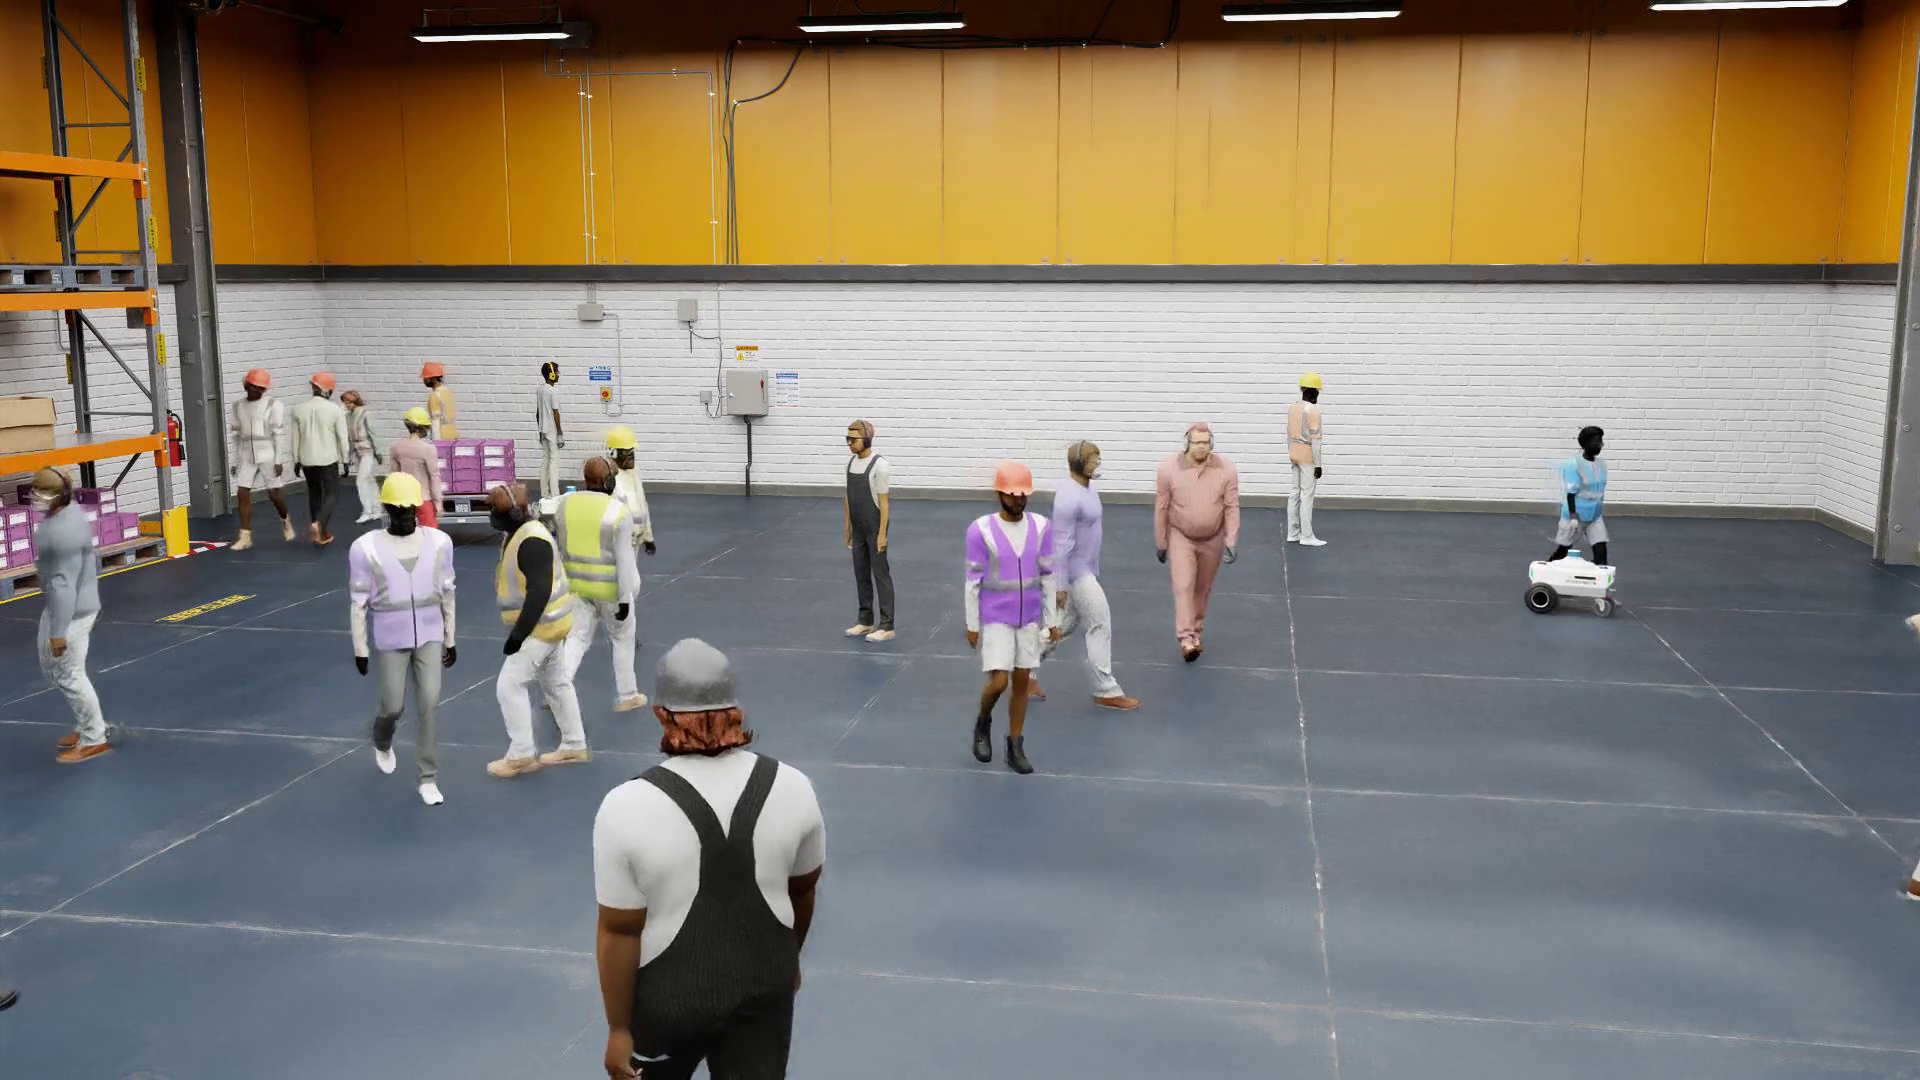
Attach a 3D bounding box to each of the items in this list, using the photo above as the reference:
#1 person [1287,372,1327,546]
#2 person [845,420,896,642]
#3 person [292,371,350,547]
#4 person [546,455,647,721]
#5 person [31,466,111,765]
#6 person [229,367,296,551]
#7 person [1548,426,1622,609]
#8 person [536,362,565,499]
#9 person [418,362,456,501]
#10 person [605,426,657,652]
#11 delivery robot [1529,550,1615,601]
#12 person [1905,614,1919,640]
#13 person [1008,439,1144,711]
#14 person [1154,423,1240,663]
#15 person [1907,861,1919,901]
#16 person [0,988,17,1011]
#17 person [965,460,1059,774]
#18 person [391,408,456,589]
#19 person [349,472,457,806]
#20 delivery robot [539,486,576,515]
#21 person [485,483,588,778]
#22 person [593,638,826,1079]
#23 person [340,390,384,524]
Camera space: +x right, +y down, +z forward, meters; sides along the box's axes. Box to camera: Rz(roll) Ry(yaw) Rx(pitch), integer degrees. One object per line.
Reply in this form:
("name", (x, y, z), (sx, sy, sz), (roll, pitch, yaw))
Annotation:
("person", (3.852, -0.899, 18.498), (0.366, 1.928, 0.585), (-3, 10, -20))
("person", (-0.769, -0.078, 13.707), (0.361, 1.836, 0.504), (-8, 12, -40))
("person", (-7.046, -0.875, 18.280), (0.641, 1.961, 0.777), (0, 9, -1))
("person", (-2.478, 0.335, 11.220), (0.624, 1.818, 0.879), (3, 10, 20))
("person", (-5.458, 0.463, 10.176), (0.364, 1.884, 0.720), (-6, 11, -32))
("person", (-7.730, -0.905, 18.297), (0.653, 2.003, 0.701), (1, 9, 5))
("person", (5.677, -0.236, 15.228), (0.533, 1.650, 0.885), (-4, 10, -26))
("person", (-5.328, -1.387, 21.699), (0.332, 1.874, 0.520), (-8, 12, -42))
("person", (-6.558, -1.275, 20.864), (0.465, 1.922, 0.606), (2, 9, 10))
("person", (-2.649, -0.008, 13.340), (0.540, 1.814, 0.595), (3, 10, 17))
("delivery robot", (5.459, 0.330, 14.827), (0.707, 0.478, 0.477), (4, 10, 25))
("person", (7.959, -0.090, 13.172), (0.707, 2.026, 0.652), (2, 9, 11))
("person", (0.778, 0.233, 11.575), (0.976, 1.901, 0.639), (3, 10, 16))
("person", (1.863, 0.028, 12.959), (0.645, 1.853, 1.020), (0, 9, -3))
("person", (5.035, 0.878, 7.806), (0.968, 1.810, 0.513), (4, 10, 24))
("person", (-4.155, 0.986, 6.778), (0.551, 1.933, 0.378), (7, 12, 38))
("person", (0.317, 0.468, 10.049), (0.559, 1.924, 0.447), (-4, 10, -23))
("person", (-5.127, -0.368, 15.776), (0.587, 1.752, 0.386), (3, 10, 19))
("person", (-3.224, 0.541, 9.641), (0.592, 1.907, 0.744), (-6, 11, -32))
("delivery robot", (-4.485, -0.377, 19.214), (0.707, 0.478, 0.477), (-1, 9, -4))
("person", (-2.587, 0.549, 9.984), (0.750, 1.788, 0.642), (-3, 10, -20))
("person", (-0.773, 1.235, 4.906), (0.707, 2.000, 1.005), (-5, 10, -28))
("person", (-7.268, -1.011, 20.131), (0.537, 1.611, 0.606), (8, 12, 40))
